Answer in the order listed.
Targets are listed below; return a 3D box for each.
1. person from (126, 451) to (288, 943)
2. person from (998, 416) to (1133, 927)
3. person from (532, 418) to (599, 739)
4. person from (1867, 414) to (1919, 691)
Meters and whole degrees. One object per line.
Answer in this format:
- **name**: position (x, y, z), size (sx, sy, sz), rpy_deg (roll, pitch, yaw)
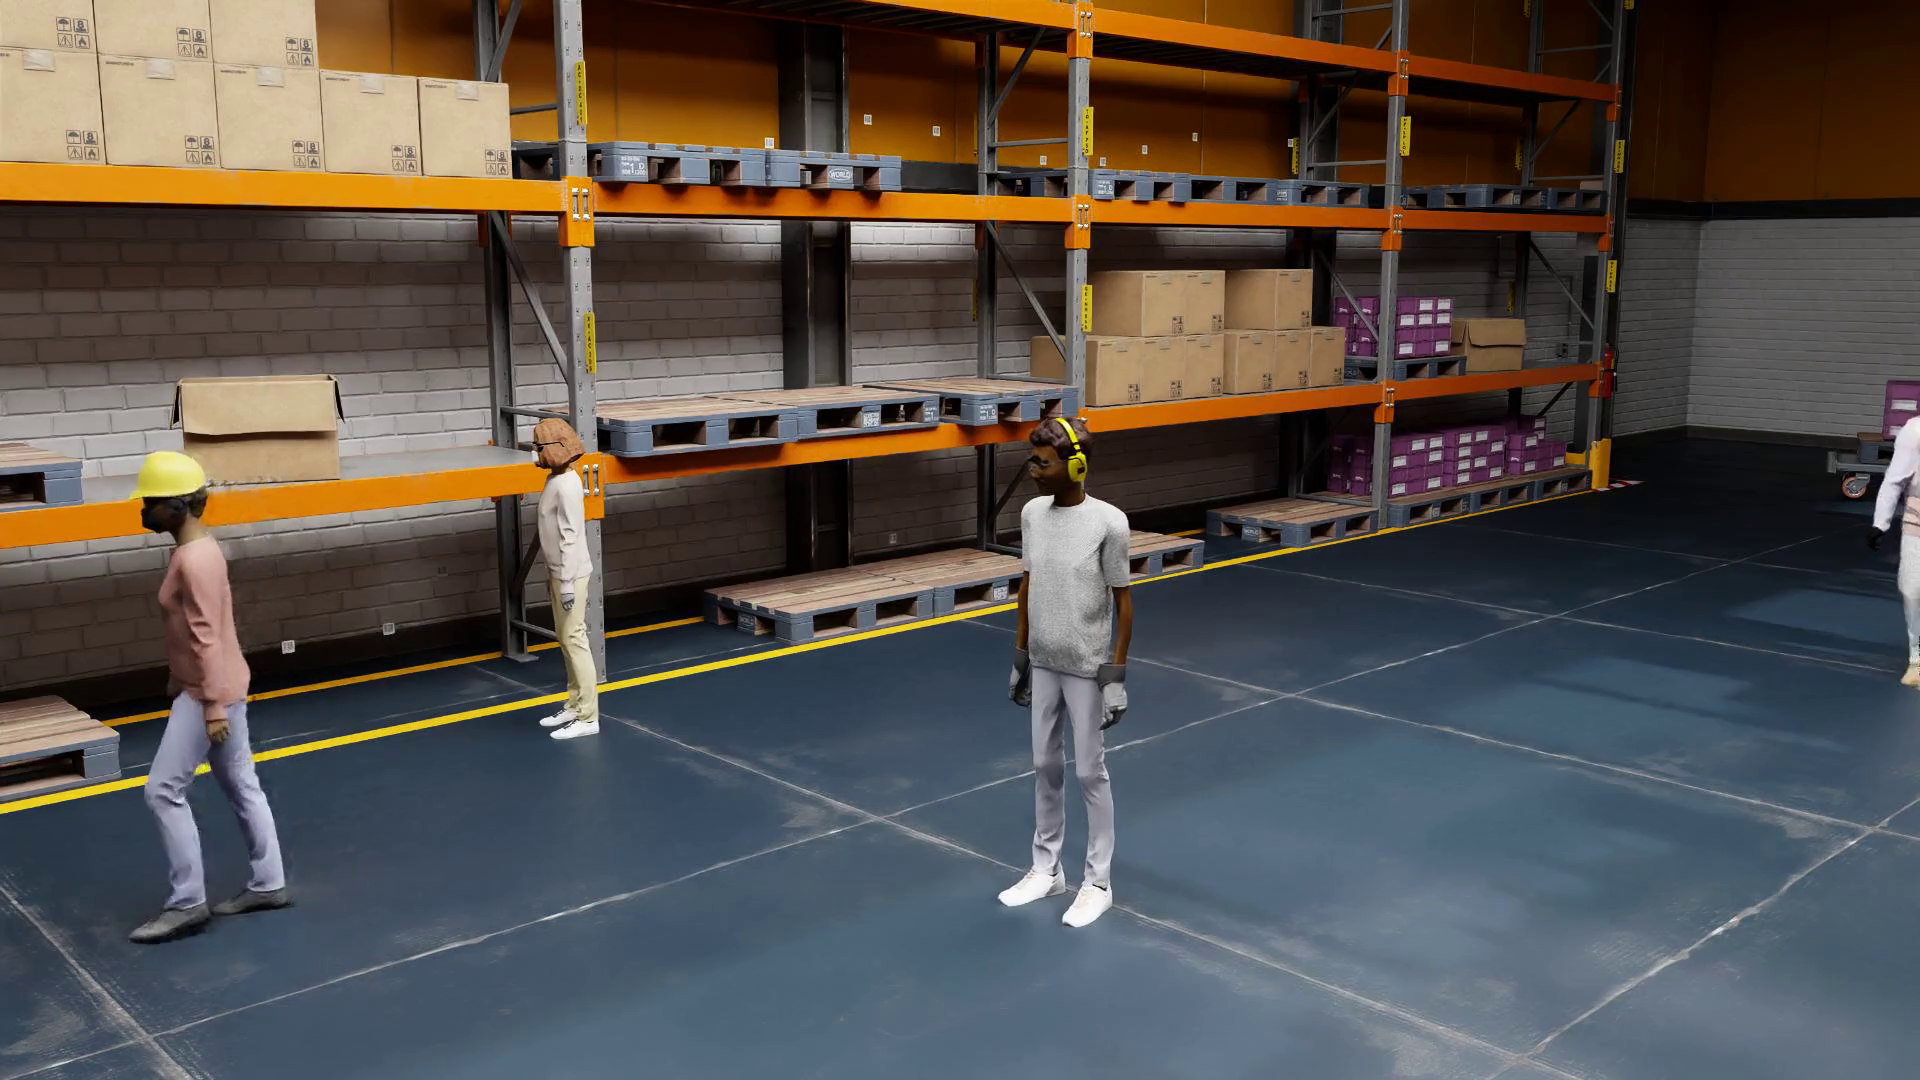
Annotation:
- **person**: position (-2.783, 0.554, 5.964), size (0.660, 1.741, 0.547), rpy_deg (-4, 10, -22)
- **person**: position (0.389, 0.475, 6.077), size (0.528, 1.863, 0.322), rpy_deg (9, 13, 42)
- **person**: position (-2.012, 0.191, 8.443), size (0.280, 1.625, 0.493), rpy_deg (-4, 10, -20)
- **person**: position (5.462, -0.043, 9.249), size (0.721, 1.816, 0.579), rpy_deg (5, 11, 25)
